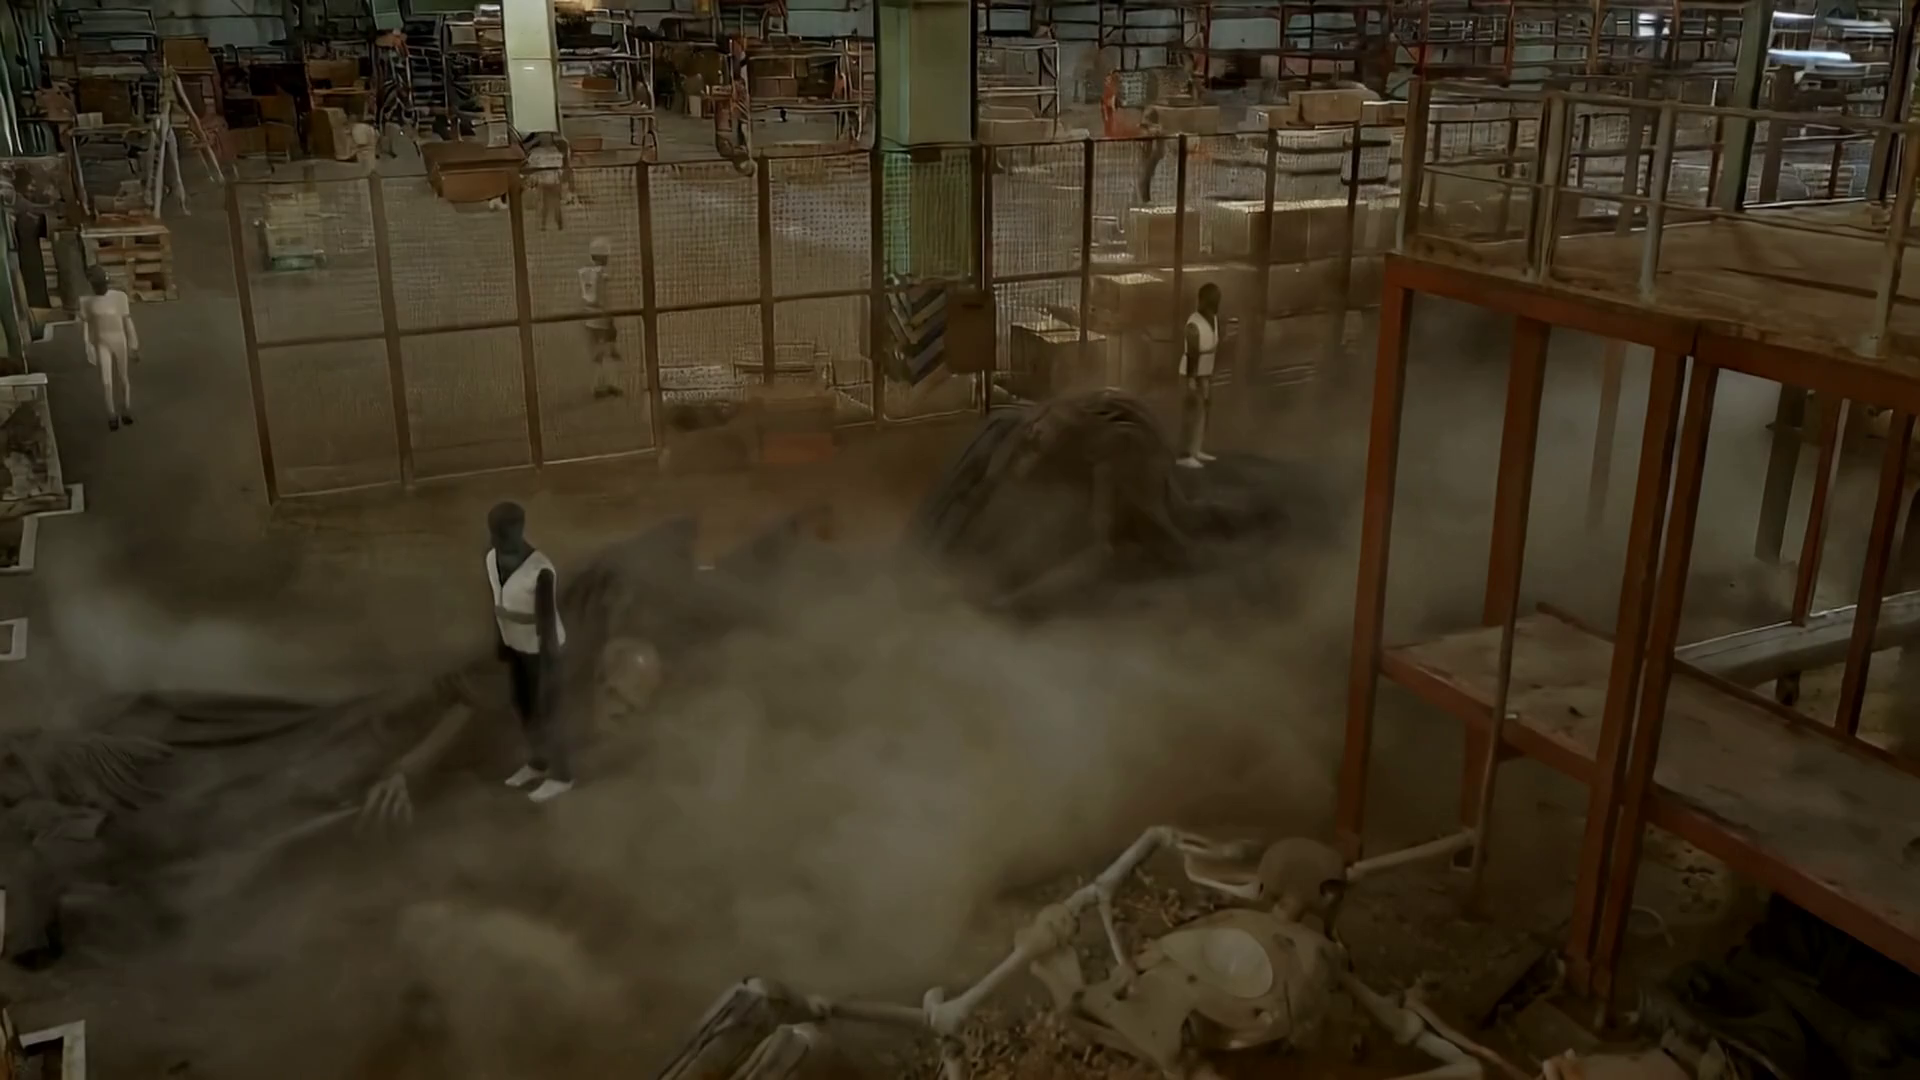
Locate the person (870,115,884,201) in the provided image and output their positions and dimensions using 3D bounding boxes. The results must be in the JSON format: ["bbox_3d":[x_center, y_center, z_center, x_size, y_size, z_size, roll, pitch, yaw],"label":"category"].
[{"bbox_3d":[-1.704,-8.296,36.223,0.572,1.885,0.358,-16,24,-38],"label":"person"}]

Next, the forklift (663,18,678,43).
[{"bbox_3d":[-12.438,-21.076,71.764,1.873,2.768,1.129,-9,21,-25],"label":"forklift"}]

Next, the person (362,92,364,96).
[{"bbox_3d":[-20.722,-15.421,57.198,0.550,1.665,0.765,8,21,22],"label":"person"}]

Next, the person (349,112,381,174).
[{"bbox_3d":[-13.452,-8.719,37.550,0.635,1.818,0.710,3,19,10],"label":"person"}]

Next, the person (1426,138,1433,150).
[{"bbox_3d":[8.782,-6.507,30.986,0.660,1.912,0.565,17,25,40],"label":"person"}]

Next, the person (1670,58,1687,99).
[{"bbox_3d":[26.978,-17.272,62.570,0.584,1.654,0.659,13,23,32],"label":"person"}]

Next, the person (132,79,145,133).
[{"bbox_3d":[-25.373,-13.402,51.409,0.518,1.633,0.314,6,20,17],"label":"person"}]

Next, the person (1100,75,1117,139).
[{"bbox_3d":[4.437,-12.935,49.717,0.513,1.859,0.321,13,23,34],"label":"person"}]

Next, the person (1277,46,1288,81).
[{"bbox_3d":[12.916,-18.838,66.712,0.376,1.932,0.543,-8,21,-22],"label":"person"}]

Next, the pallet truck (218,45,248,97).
[{"bbox_3d":[-28.879,-18.665,66.111,0.823,1.965,1.885,-3,19,-9],"label":"pallet truck"}]

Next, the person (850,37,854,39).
[{"bbox_3d":[-4.884,-21.388,74.049,0.611,1.965,0.820,-16,24,-38],"label":"person"}]

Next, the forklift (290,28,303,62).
[{"bbox_3d":[-23.854,-17.089,60.209,1.873,2.768,1.129,-9,21,-25],"label":"forklift"}]

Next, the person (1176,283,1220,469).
[{"bbox_3d":[2.442,-1.683,17.014,0.383,1.912,0.591,10,22,27],"label":"person"}]

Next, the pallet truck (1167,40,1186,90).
[{"bbox_3d":[9.045,-19.971,69.895,0.823,1.965,1.885,-3,19,-8],"label":"pallet truck"}]

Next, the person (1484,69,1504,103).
[{"bbox_3d":[16.743,-13.824,52.223,0.659,1.911,1.005,1,19,2],"label":"person"}]

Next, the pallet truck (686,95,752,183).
[{"bbox_3d":[-5.836,-9.608,39.856,0.823,1.965,1.885,10,22,27],"label":"pallet truck"}]

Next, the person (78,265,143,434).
[{"bbox_3d":[-9.337,-2.106,18.362,0.543,1.839,0.822,-12,22,-31],"label":"person"}]

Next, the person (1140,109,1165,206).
[{"bbox_3d":[4.140,-8.252,35.860,0.538,2.000,0.687,3,19,8],"label":"person"}]

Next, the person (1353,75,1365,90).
[{"bbox_3d":[12.755,-14.123,53.526,0.710,1.611,0.513,17,25,40],"label":"person"}]

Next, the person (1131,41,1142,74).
[{"bbox_3d":[7.710,-20.860,72.738,0.438,1.829,0.633,-8,20,-21],"label":"person"}]

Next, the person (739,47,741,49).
[{"bbox_3d":[-9.975,-21.185,73.594,0.652,1.877,1.058,-3,19,-9],"label":"person"}]

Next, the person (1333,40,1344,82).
[{"bbox_3d":[16.250,-20.446,71.366,0.350,1.935,0.635,-4,19,-12],"label":"person"}]

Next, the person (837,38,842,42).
[{"bbox_3d":[-5.424,-22.025,76.031,1.010,1.882,0.571,18,26,42],"label":"person"}]

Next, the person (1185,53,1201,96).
[{"bbox_3d":[9.228,-18.484,66.085,0.613,1.678,0.323,14,23,35],"label":"person"}]

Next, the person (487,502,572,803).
[{"bbox_3d":[-2.643,0.667,10.213,0.585,1.911,0.391,15,24,37],"label":"person"}]

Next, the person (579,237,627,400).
[{"bbox_3d":[-4.221,-2.615,19.682,0.606,1.928,0.508,14,24,36],"label":"person"}]

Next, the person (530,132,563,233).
[{"bbox_3d":[-8.010,-6.934,32.272,0.582,1.894,0.598,-4,19,-12],"label":"person"}]
